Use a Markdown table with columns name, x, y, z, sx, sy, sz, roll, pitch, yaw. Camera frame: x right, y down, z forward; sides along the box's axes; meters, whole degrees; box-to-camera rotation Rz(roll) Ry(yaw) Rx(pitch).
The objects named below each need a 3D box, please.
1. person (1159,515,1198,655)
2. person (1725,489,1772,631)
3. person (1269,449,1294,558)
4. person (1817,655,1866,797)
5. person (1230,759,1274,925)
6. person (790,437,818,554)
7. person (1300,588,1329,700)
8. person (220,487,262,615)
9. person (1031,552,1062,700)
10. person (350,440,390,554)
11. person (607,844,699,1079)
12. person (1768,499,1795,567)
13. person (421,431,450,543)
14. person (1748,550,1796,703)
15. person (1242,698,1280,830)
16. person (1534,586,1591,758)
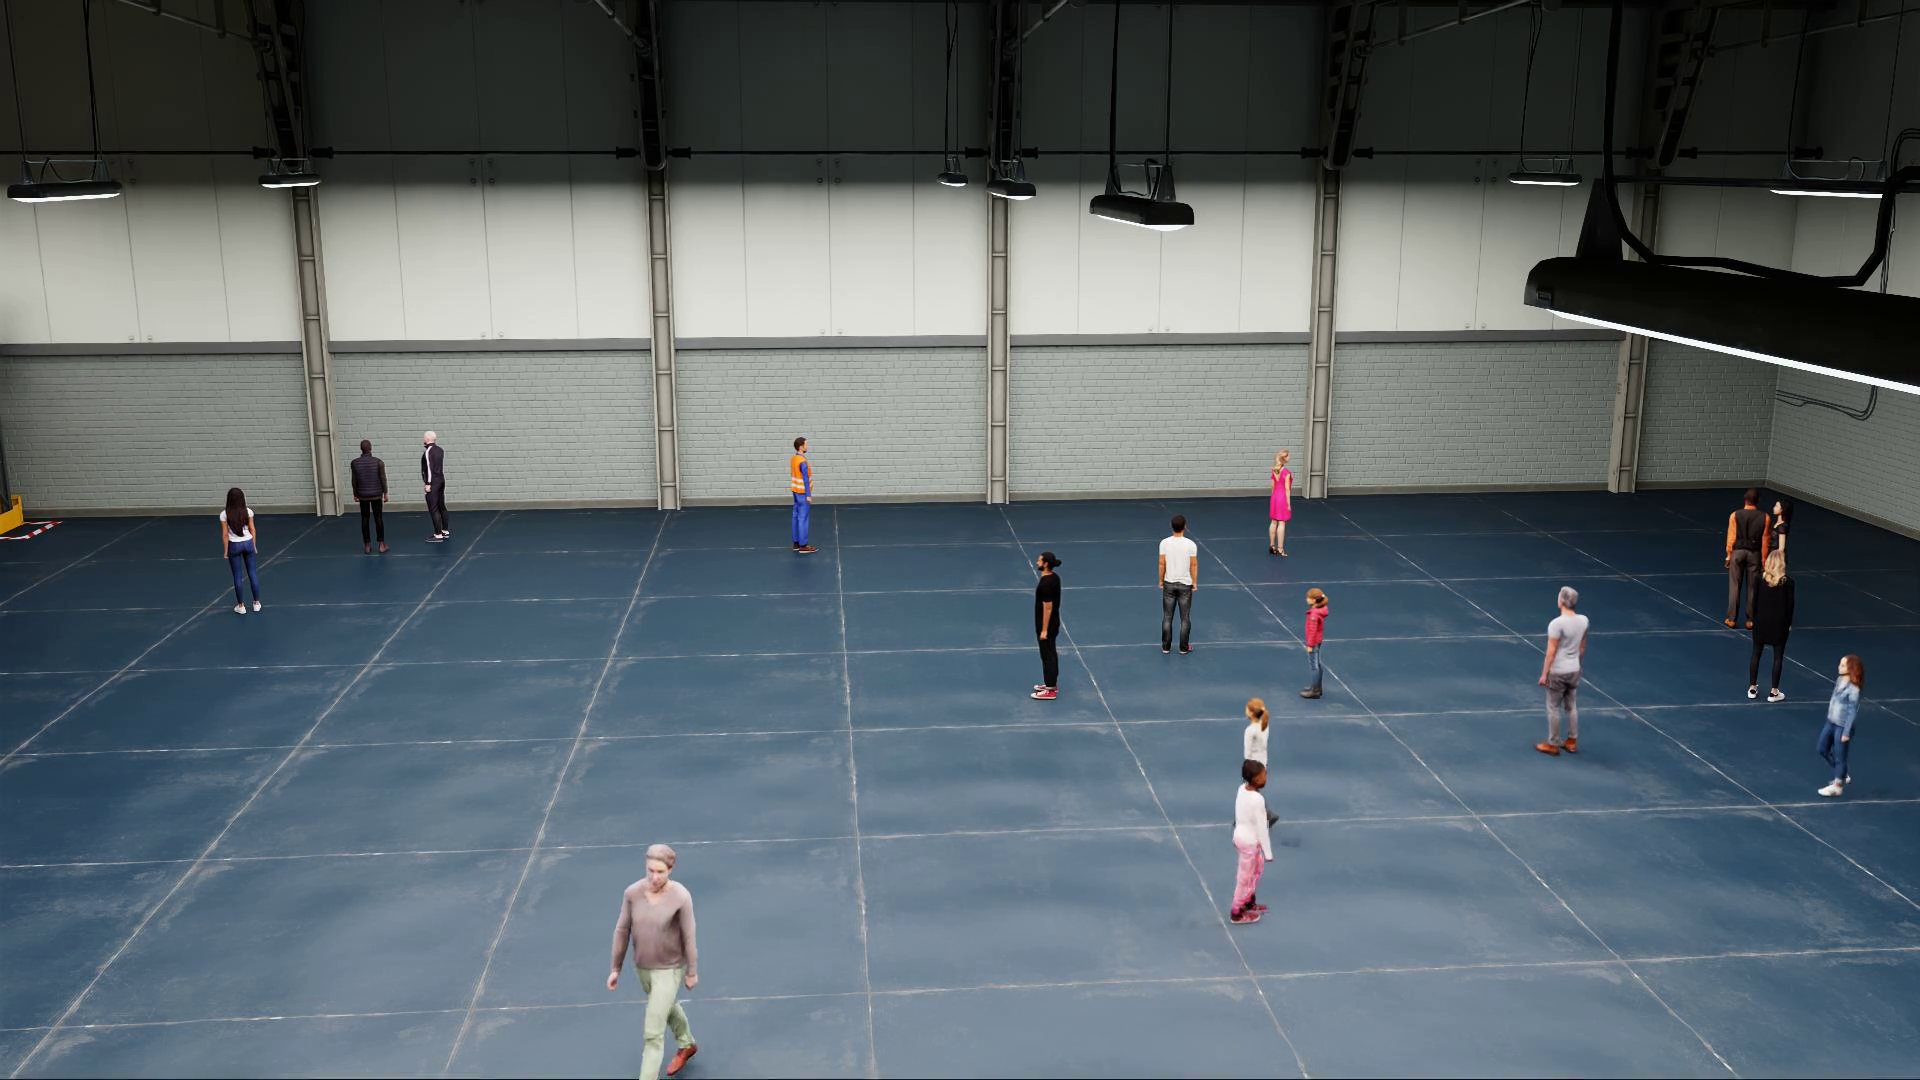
| name | x | y | z | sx | sy | sz | roll | pitch | yaw |
| --- | --- | --- | --- | --- | --- | --- | --- | --- | --- |
| person | 2.788 | 0.560 | 21.335 | 0.601 | 1.804 | 0.768 | 4 | 14 | 15 |
| person | 10.617 | 0.248 | 22.452 | 0.720 | 1.907 | 0.847 | 6 | 14 | 23 |
| person | 5.101 | -0.606 | 26.543 | 0.655 | 1.727 | 0.646 | -7 | 15 | -27 |
| person | 8.829 | 1.845 | 16.527 | 0.584 | 1.470 | 0.613 | 0 | 13 | 1 |
| person | 2.336 | 2.496 | 13.782 | 0.617 | 1.439 | 0.606 | -3 | 13 | -12 |
| person | -2.556 | -0.742 | 26.823 | 0.751 | 1.864 | 0.769 | -7 | 15 | -28 |
| person | 4.200 | 1.206 | 19.630 | 0.608 | 1.316 | 0.584 | 6 | 14 | 23 |
| person | -10.041 | 0.138 | 23.225 | 0.613 | 1.774 | 0.728 | -9 | 16 | -34 |
| person | 1.040 | 0.992 | 19.573 | 0.670 | 1.758 | 0.692 | 3 | 13 | 12 |
| person | -9.495 | -0.712 | 26.760 | 0.483 | 1.836 | 0.742 | -1 | 13 | -6 |
| person | -1.989 | 2.894 | 11.238 | 1.337 | 1.813 | 1.164 | 5 | 14 | 22 |
| person | 11.018 | 0.314 | 22.422 | 0.608 | 1.792 | 0.647 | 4 | 14 | 16 |
| person | -8.708 | -0.903 | 27.582 | 0.647 | 1.836 | 0.731 | 2 | 13 | 7 |
| person | 9.492 | 0.992 | 19.473 | 0.680 | 1.802 | 0.739 | 11 | 17 | 39 |
| person | 2.835 | 2.139 | 15.618 | 0.708 | 1.307 | 0.745 | -12 | 18 | -42 |
| person | 6.428 | 1.398 | 17.663 | 0.673 | 1.828 | 0.838 | -7 | 15 | -27 |
